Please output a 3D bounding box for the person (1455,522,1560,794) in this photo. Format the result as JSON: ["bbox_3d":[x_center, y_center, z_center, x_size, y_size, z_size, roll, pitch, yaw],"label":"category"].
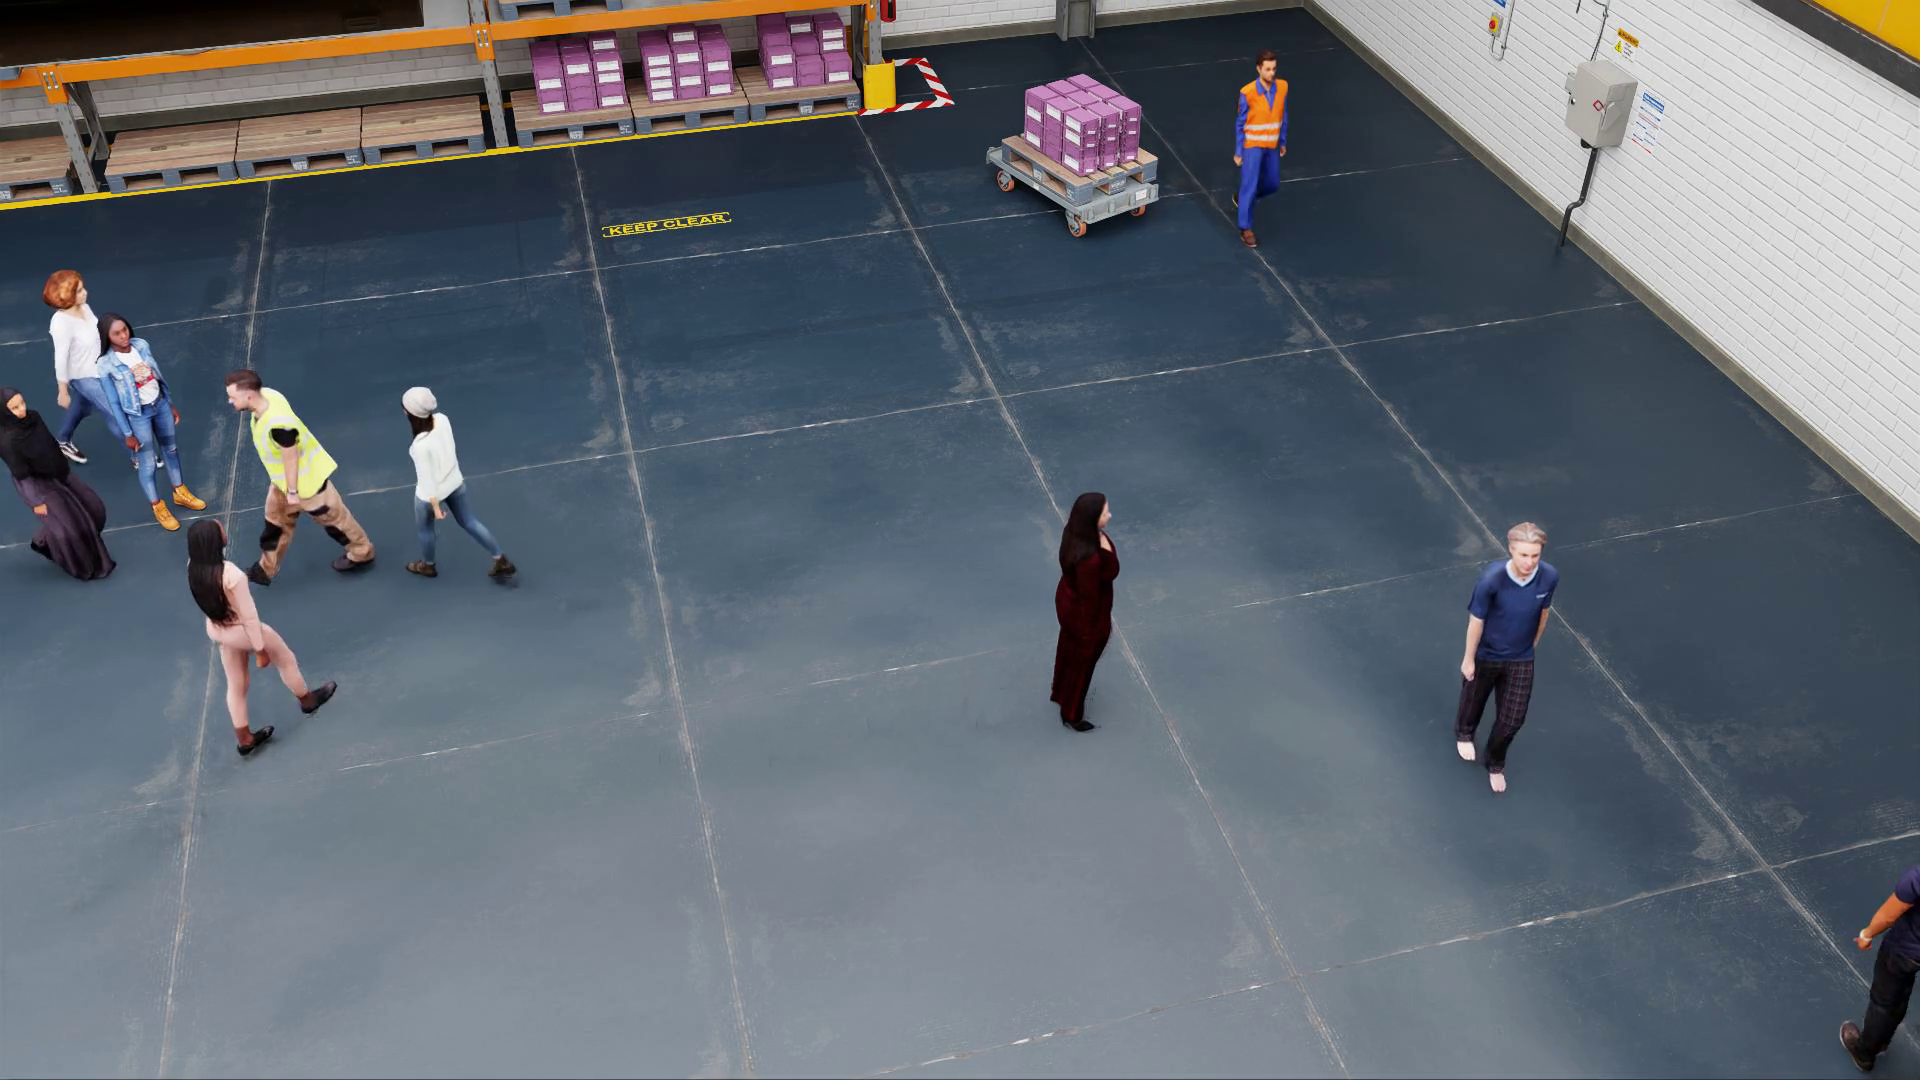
[{"bbox_3d":[3.204,0.605,9.957,0.831,1.846,0.854,1,39,2],"label":"person"}]

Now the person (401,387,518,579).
[{"bbox_3d":[-3.471,-0.357,11.345,1.131,1.617,0.966,12,40,15],"label":"person"}]

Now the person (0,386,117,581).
[{"bbox_3d":[-6.334,-0.393,11.401,0.869,1.604,0.748,2,39,2],"label":"person"}]

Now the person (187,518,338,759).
[{"bbox_3d":[-4.411,0.640,10.034,1.005,1.694,1.049,18,42,21],"label":"person"}]

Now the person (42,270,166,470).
[{"bbox_3d":[-6.623,-1.229,12.391,1.211,1.674,0.839,-1,39,-1],"label":"person"}]

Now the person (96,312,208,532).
[{"bbox_3d":[-5.834,-0.878,11.921,0.728,1.712,0.687,16,41,19],"label":"person"}]

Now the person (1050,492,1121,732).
[{"bbox_3d":[0.747,0.422,10.258,0.657,1.756,0.699,-4,39,-5],"label":"person"}]

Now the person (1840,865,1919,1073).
[{"bbox_3d":[4.752,2.064,8.179,0.625,1.785,0.787,0,39,0],"label":"person"}]

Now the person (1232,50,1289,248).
[{"bbox_3d":[2.700,-3.632,15.256,0.792,1.854,0.822,-15,41,-18],"label":"person"}]

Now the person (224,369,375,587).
[{"bbox_3d":[-4.438,-0.442,11.329,1.298,1.770,1.028,-22,43,-25],"label":"person"}]
